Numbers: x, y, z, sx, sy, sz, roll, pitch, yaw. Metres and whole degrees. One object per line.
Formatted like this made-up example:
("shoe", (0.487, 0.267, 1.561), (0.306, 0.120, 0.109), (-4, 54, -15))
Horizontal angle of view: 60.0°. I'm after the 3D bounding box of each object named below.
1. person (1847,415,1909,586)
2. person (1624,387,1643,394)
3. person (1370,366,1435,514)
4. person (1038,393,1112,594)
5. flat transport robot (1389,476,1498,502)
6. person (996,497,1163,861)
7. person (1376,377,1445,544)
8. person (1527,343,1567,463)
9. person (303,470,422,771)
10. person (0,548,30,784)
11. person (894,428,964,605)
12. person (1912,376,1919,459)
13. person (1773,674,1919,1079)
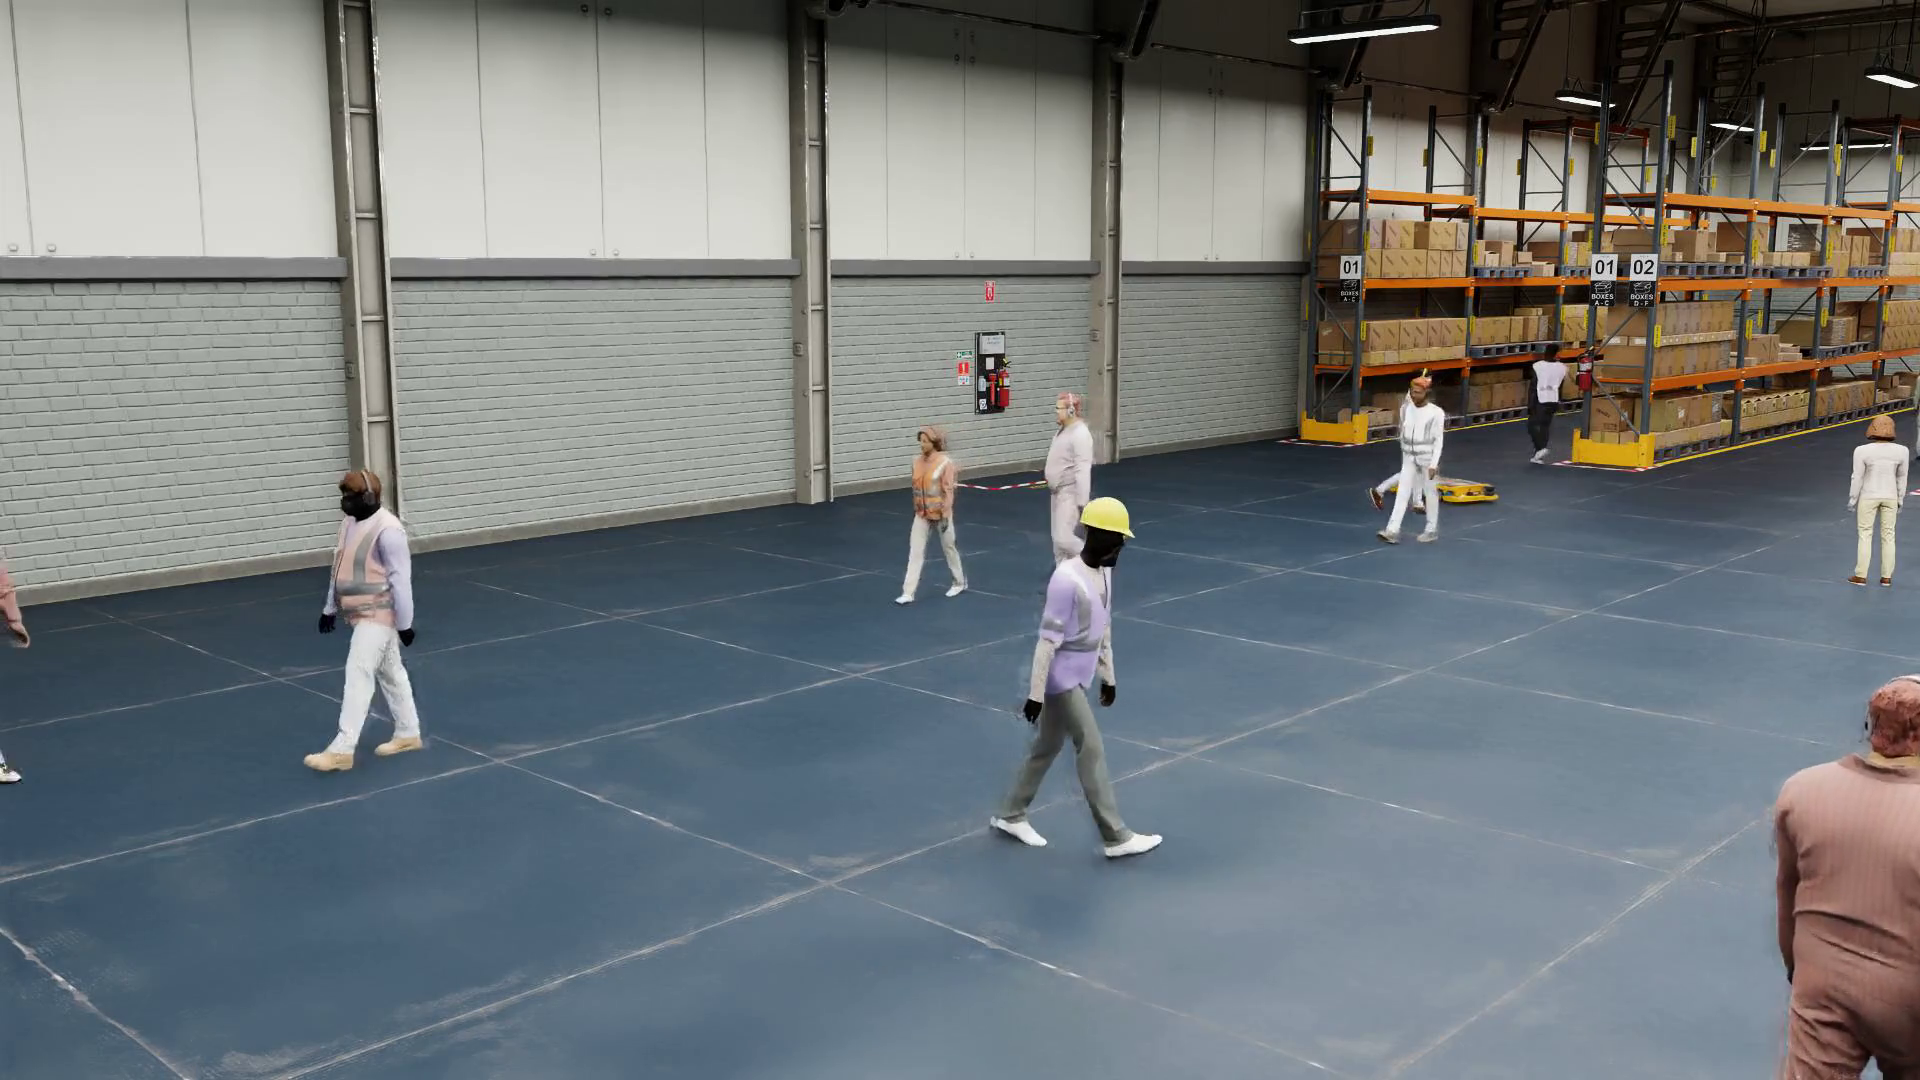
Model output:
("person", (8.747, -0.373, 15.866), (0.497, 1.633, 0.283), (1, 9, 8))
("person", (12.046, -2.670, 29.299), (0.615, 1.816, 0.632), (7, 11, 35))
("person", (5.497, -1.227, 20.486), (0.737, 1.839, 0.596), (5, 10, 27))
("person", (1.043, -0.417, 15.355), (0.565, 1.890, 0.649), (-2, 9, -11))
("flat transport robot", (6.348, -0.690, 21.940), (0.652, 0.197, 1.431), (-4, 10, -25))
("person", (0.602, 0.711, 8.540), (0.990, 1.870, 0.617), (4, 10, 21))
("person", (4.961, -0.846, 18.121), (1.001, 1.832, 0.591), (-8, 12, -41))
("person", (9.058, -2.107, 25.708), (0.616, 1.877, 0.443), (-2, 9, -11))
("person", (-3.704, 0.483, 10.132), (0.888, 1.805, 0.635), (-7, 12, -38))
("person", (-5.761, 0.562, 9.822), (0.724, 1.740, 0.532), (1, 9, 9))
("person", (-0.240, -0.231, 15.115), (0.532, 1.592, 0.856), (7, 12, 38))
("person", (15.181, -2.022, 25.925), (0.552, 1.620, 0.529), (7, 11, 35))
("person", (2.766, 1.305, 4.921), (0.951, 1.860, 0.679), (-6, 11, -34))
